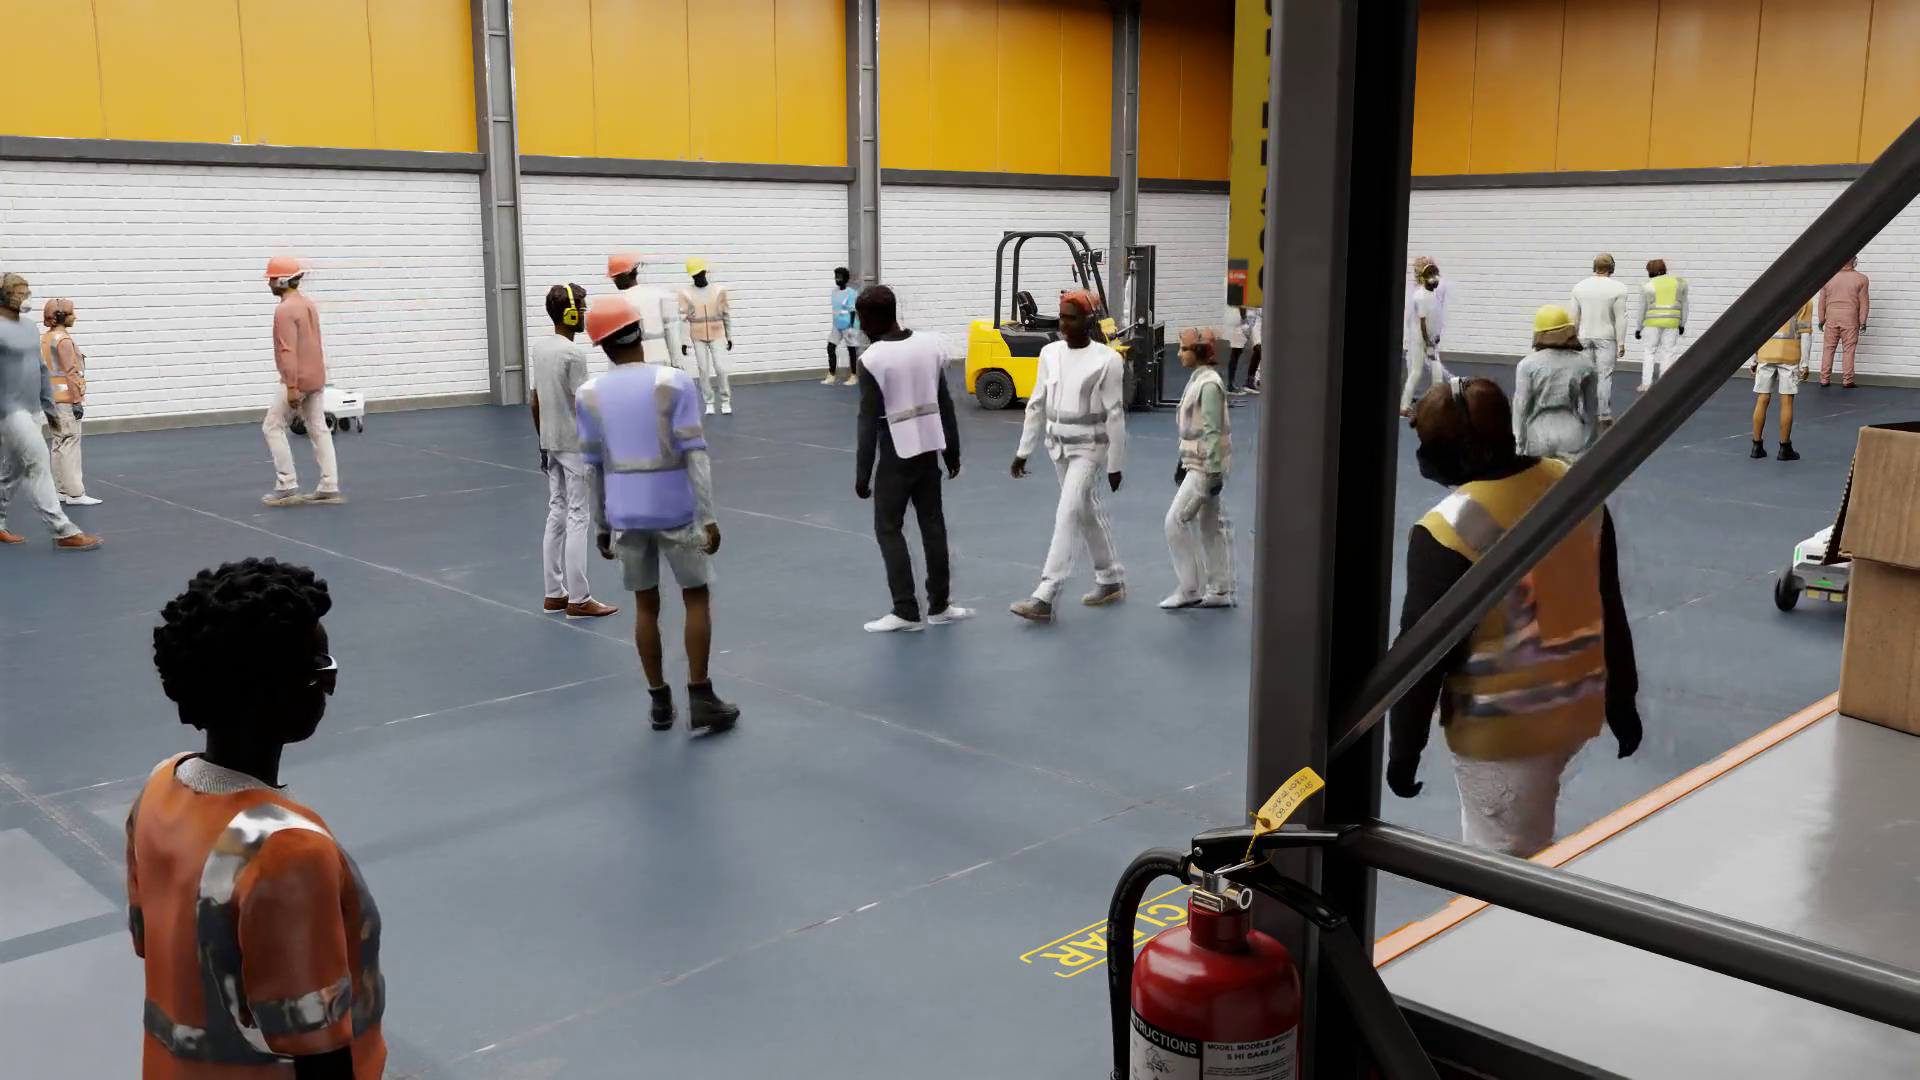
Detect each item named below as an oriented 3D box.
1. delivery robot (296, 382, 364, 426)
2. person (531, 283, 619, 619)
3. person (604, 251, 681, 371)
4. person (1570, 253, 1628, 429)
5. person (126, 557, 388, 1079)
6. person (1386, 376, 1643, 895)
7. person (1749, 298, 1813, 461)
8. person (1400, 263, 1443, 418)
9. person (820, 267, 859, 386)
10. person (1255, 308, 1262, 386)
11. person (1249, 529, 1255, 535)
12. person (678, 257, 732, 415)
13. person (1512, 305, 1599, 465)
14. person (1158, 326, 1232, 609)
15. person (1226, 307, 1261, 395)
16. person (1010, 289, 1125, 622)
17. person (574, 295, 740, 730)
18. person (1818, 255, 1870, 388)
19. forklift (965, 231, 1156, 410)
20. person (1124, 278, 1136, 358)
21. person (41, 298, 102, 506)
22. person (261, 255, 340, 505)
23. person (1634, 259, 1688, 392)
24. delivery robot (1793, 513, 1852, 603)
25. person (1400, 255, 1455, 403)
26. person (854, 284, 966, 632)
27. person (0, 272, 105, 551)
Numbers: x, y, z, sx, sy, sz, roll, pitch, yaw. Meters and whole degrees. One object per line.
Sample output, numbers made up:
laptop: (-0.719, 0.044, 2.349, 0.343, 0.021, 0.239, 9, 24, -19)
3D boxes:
delivery robot: (-6.780, -1.459, 17.898, 0.477, 0.478, 0.707, 6, 12, 30)
person: (-2.182, -0.493, 9.314, 0.313, 1.864, 0.538, -10, 14, -44)
person: (-2.809, -1.556, 14.774, 0.684, 1.984, 0.643, 6, 12, 31)
person: (7.080, -2.202, 18.446, 0.361, 1.935, 0.639, -10, 14, -44)
person: (-0.978, 0.862, 2.382, 0.316, 1.695, 0.542, -10, 14, -44)
person: (1.349, 0.470, 4.274, 0.701, 1.790, 0.751, -8, 13, -37)
person: (7.816, -1.726, 15.837, 0.362, 1.935, 0.553, -10, 14, -44)
person: (5.430, -2.276, 19.177, 0.603, 1.813, 0.770, -10, 14, -43)
person: (-1.706, -2.982, 23.377, 0.553, 1.670, 0.689, 10, 14, 42)
person: (4.326, -3.086, 23.338, 0.652, 1.906, 0.402, 9, 14, 40)
person: (2.473, -0.846, 11.981, 0.846, 1.596, 0.502, -4, 11, -23)
person: (-3.016, -2.405, 19.699, 0.630, 1.874, 0.555, -2, 11, -13)
person: (3.624, -0.559, 10.104, 0.561, 1.702, 0.720, 2, 11, 10)
person: (1.309, -0.396, 9.438, 0.572, 1.613, 0.538, 0, 10, 1)
person: (3.864, -2.890, 22.199, 0.653, 1.936, 0.666, 8, 13, 37)
person: (0.624, -0.479, 9.334, 0.980, 1.836, 0.596, -9, 14, -40)
person: (-1.326, -0.108, 7.188, 0.676, 1.872, 0.402, 2, 11, 9)
person: (12.397, -3.086, 23.341, 0.407, 1.904, 0.655, -10, 14, -44)
forklift: (1.222, -2.721, 20.561, 2.313, 2.155, 1.214, 2, 11, 13)
person: (2.408, -2.926, 22.558, 0.438, 1.871, 0.615, 0, 10, 2)
person: (-7.080, -1.088, 13.175, 0.307, 1.639, 0.525, -10, 14, -44)
person: (-5.283, -1.251, 13.131, 0.688, 1.970, 0.636, 1, 10, 6)
person: (9.529, -2.901, 22.629, 0.670, 1.814, 0.465, 2, 11, 9)
delivery robot: (5.024, 0.088, 9.465, 0.477, 0.478, 0.707, 10, 14, 42)
person: (5.938, -2.670, 21.113, 0.654, 1.893, 0.654, -4, 11, -21)
person: (-0.236, -0.439, 9.017, 0.744, 1.878, 0.384, -10, 14, -44)
person: (-6.342, -0.861, 11.269, 0.932, 1.895, 0.647, 0, 10, -2)
